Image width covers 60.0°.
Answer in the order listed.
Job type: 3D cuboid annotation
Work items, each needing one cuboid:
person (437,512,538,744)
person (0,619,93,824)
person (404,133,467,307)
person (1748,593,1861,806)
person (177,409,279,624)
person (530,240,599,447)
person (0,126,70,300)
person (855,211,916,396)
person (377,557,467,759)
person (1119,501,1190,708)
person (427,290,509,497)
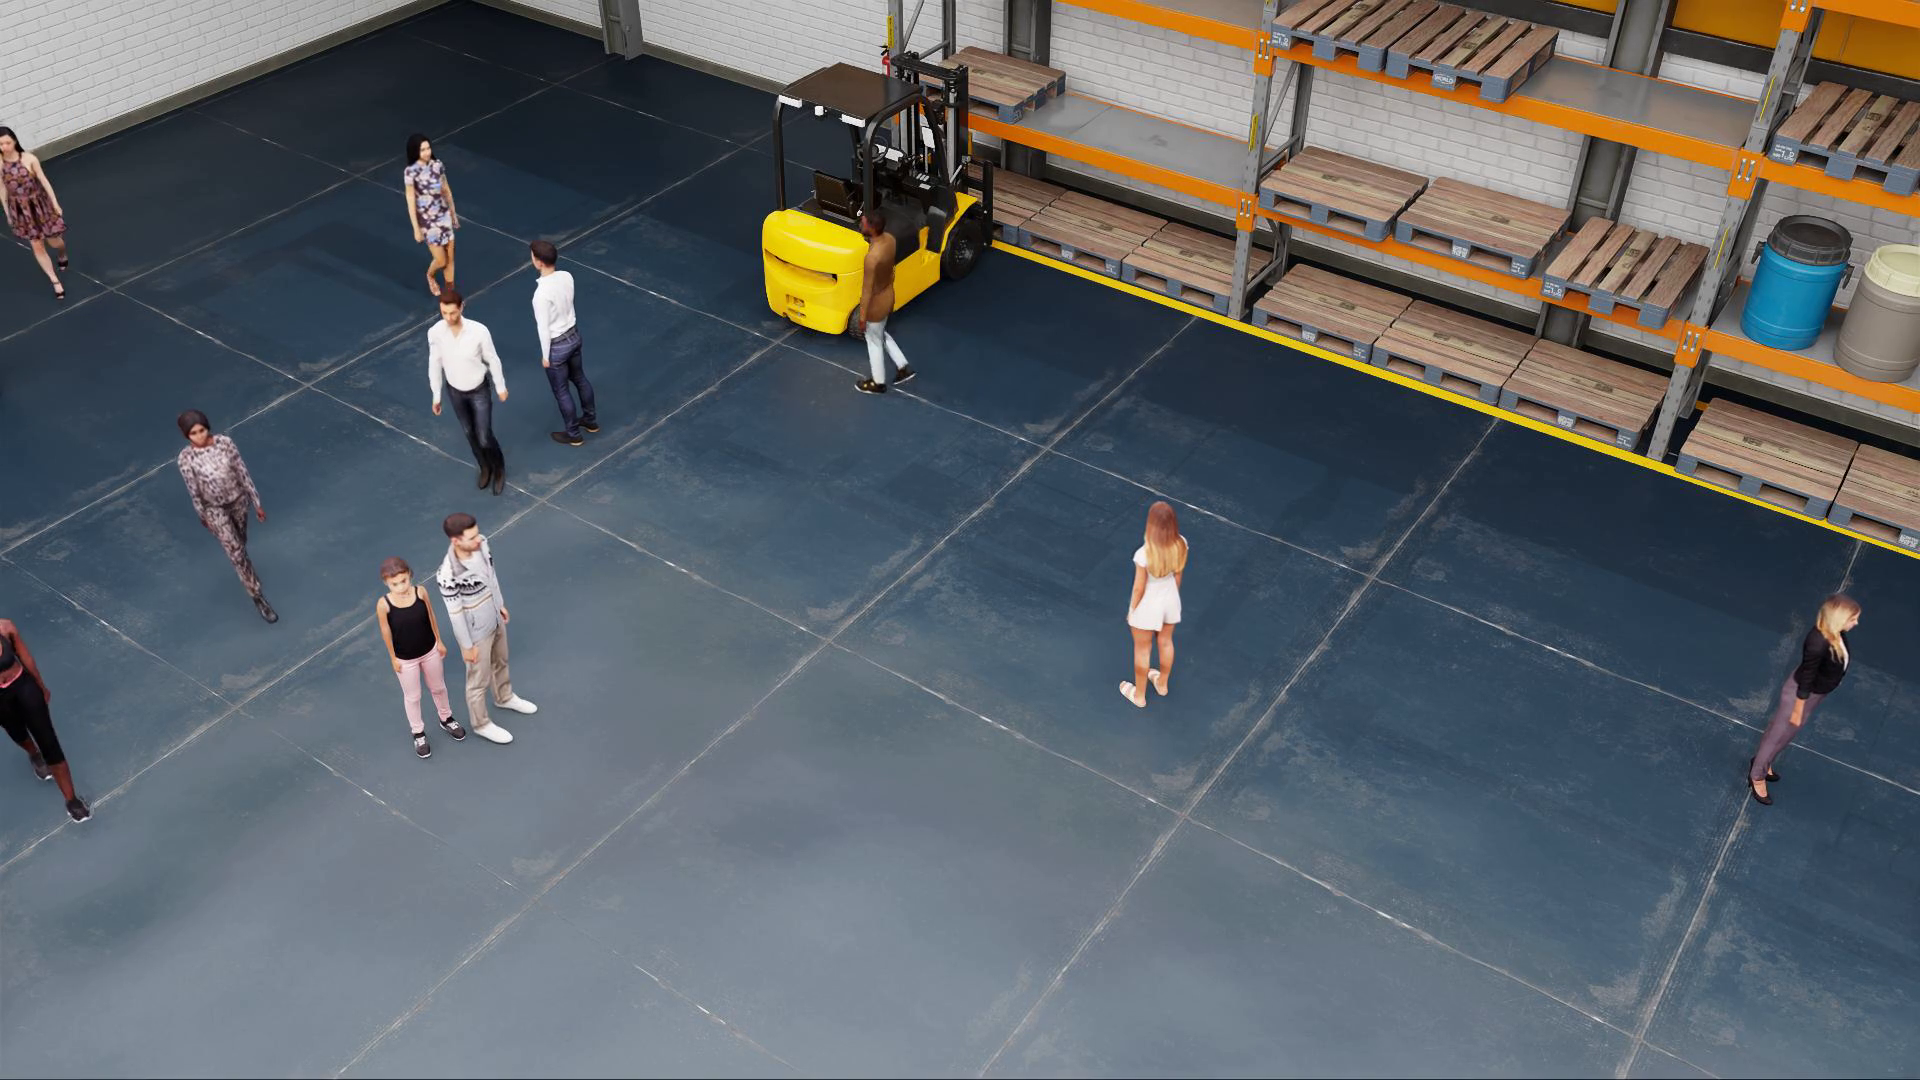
[{"bbox_3d":[-3.217,0.543,11.103,0.708,1.848,0.743,9,39,11],"label":"person"},{"bbox_3d":[-6.113,0.981,10.668,0.837,1.707,1.243,-27,46,-30],"label":"person"},{"bbox_3d":[-4.993,-3.015,15.657,0.676,1.725,0.608,25,45,28],"label":"person"},{"bbox_3d":[5.388,0.998,10.679,0.508,1.667,0.586,24,44,27],"label":"person"},{"bbox_3d":[-5.417,-0.266,12.260,0.743,1.669,1.184,-29,47,-31],"label":"person"},{"bbox_3d":[-3.301,-1.631,13.815,0.649,1.861,0.658,14,41,17],"label":"person"},{"bbox_3d":[-8.791,-3.137,15.785,0.877,1.756,0.959,-10,40,-12],"label":"person"},{"bbox_3d":[-0.633,-2.018,14.342,0.870,1.808,0.775,14,41,16],"label":"person"},{"bbox_3d":[-3.626,0.748,11.073,0.597,1.565,0.601,-25,45,-28],"label":"person"},{"bbox_3d":[1.334,0.436,11.358,0.655,1.697,0.681,-19,42,-22],"label":"person"},{"bbox_3d":[-3.906,-1.250,13.345,0.784,1.852,0.872,4,39,5],"label":"person"}]
